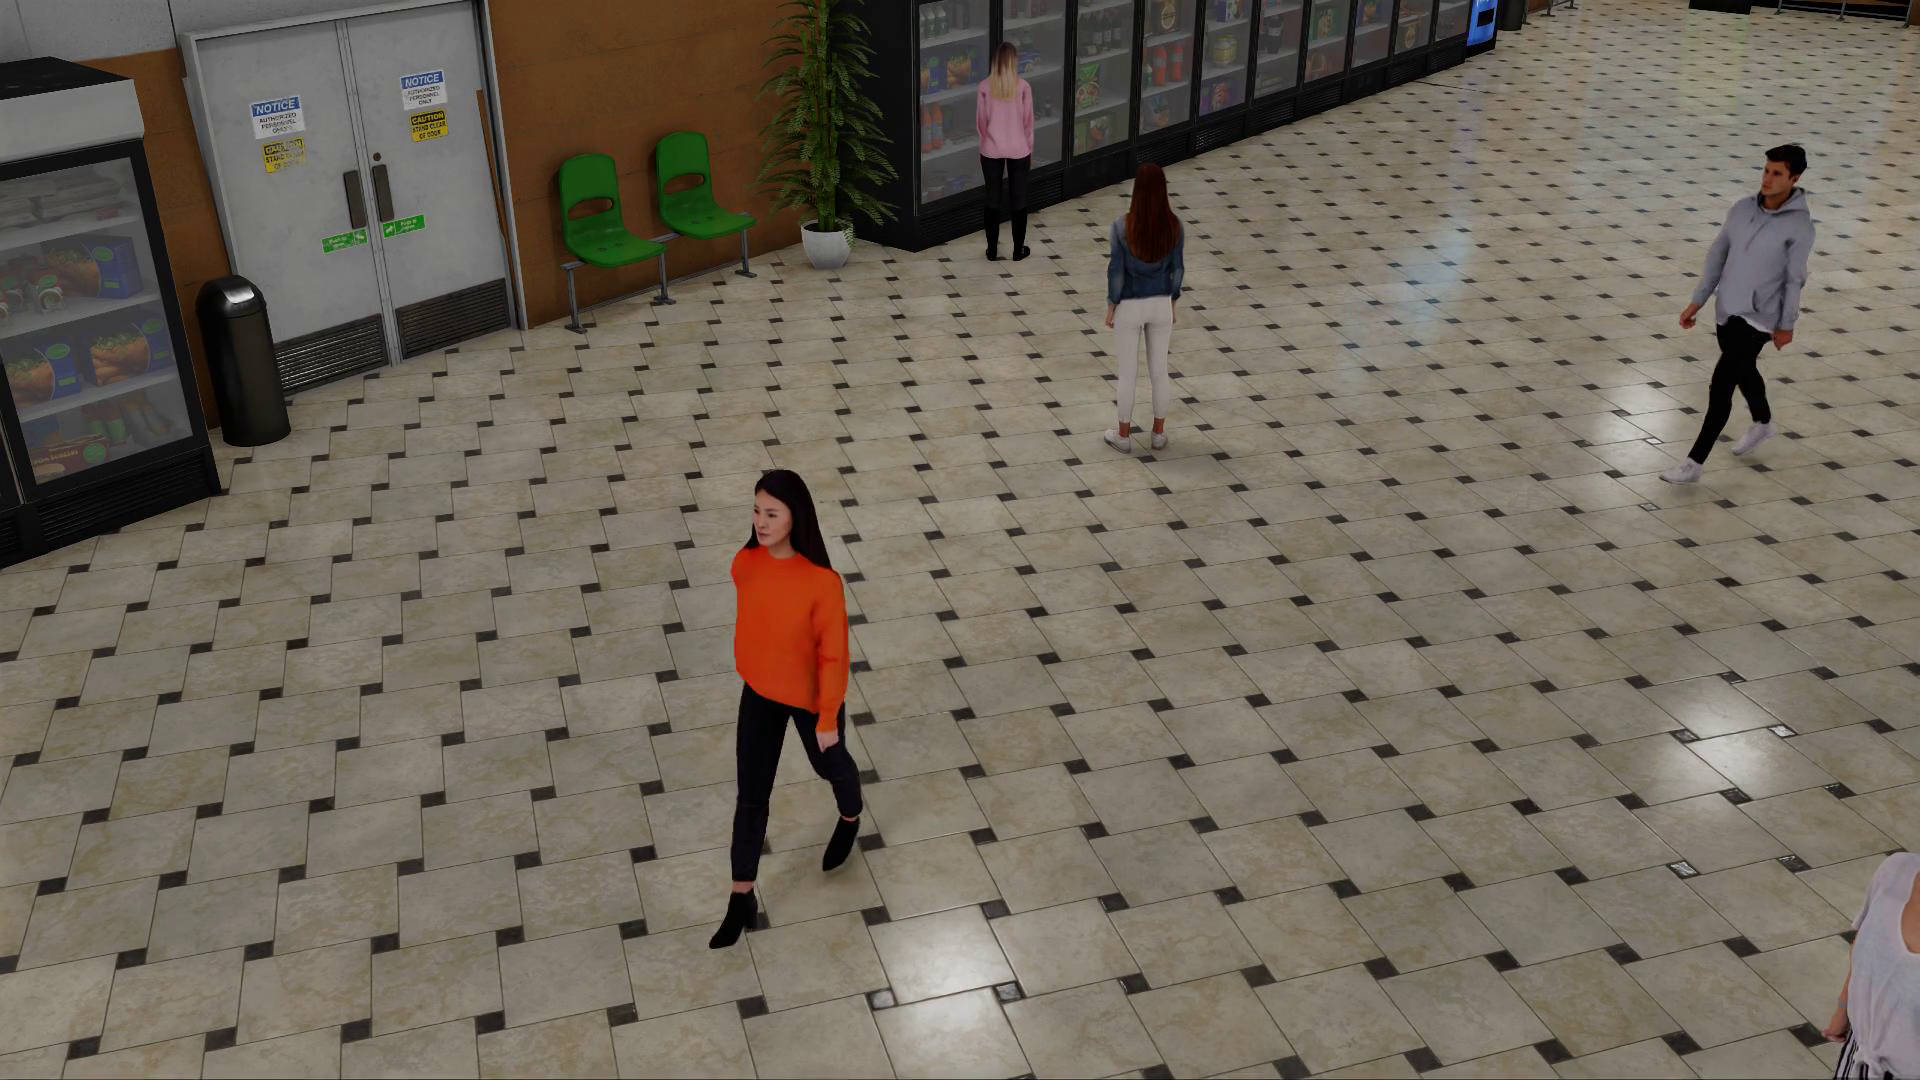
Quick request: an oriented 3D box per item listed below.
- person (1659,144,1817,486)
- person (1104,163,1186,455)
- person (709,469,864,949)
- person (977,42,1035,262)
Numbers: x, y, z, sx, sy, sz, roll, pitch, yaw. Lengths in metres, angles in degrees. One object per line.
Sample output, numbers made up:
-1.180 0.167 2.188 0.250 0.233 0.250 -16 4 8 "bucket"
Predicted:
4.442 -1.254 9.256 1.106 1.880 1.313 -13 30 -24 "person"
1.065 -1.322 9.587 0.688 1.703 0.723 -5 27 -10 "person"
-0.536 0.546 5.906 1.066 1.700 0.824 14 30 26 "person"
0.353 -3.015 12.941 0.642 1.688 0.745 4 27 8 "person"
